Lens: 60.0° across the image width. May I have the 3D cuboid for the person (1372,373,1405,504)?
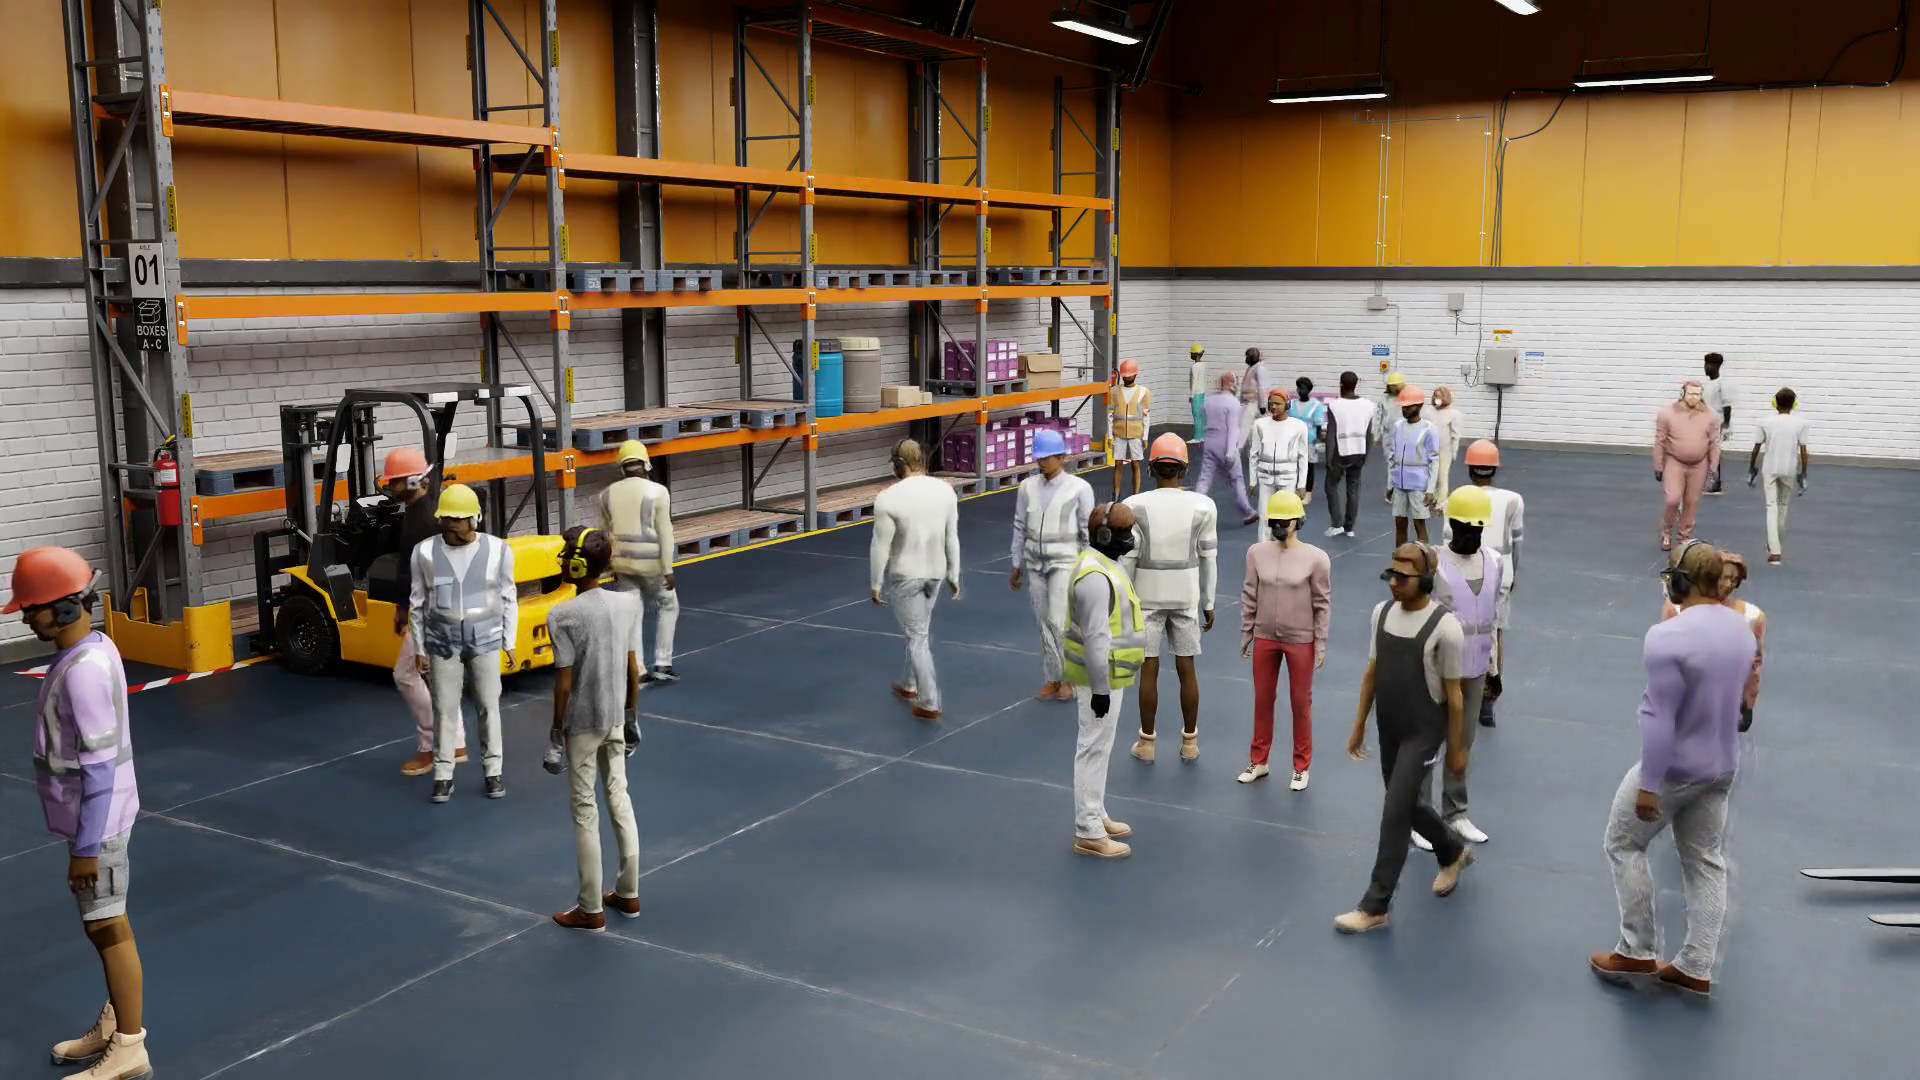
[{"bbox_3d":[5.631,-1.317,21.724,0.498,1.715,0.792,7,11,36],"label":"person"}]

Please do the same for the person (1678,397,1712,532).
[{"bbox_3d":[8.649,-0.928,19.681,0.509,1.598,0.828,1,9,6],"label":"person"}]

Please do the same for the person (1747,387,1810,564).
[{"bbox_3d":[8.572,-0.690,17.459,0.522,1.819,0.976,2,9,15],"label":"person"}]

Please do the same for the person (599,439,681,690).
[{"bbox_3d":[-2.302,0.175,12.107,0.618,1.804,0.537,4,10,22],"label":"person"}]

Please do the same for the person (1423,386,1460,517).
[{"bbox_3d":[5.904,-1.089,20.543,0.520,1.620,0.341,8,12,42],"label":"person"}]

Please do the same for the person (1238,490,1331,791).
[{"bbox_3d":[1.881,0.583,9.694,0.533,1.767,0.327,5,11,30],"label":"person"}]

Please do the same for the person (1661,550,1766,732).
[{"bbox_3d":[3.881,0.824,8.666,0.522,1.604,0.781,4,10,25],"label":"person"}]

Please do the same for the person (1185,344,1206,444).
[{"bbox_3d":[4.183,-2.585,29.469,0.313,1.769,0.525,4,10,25],"label":"person"}]

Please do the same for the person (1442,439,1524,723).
[{"bbox_3d":[3.559,0.253,11.394,0.545,1.881,1.012,2,9,10],"label":"person"}]

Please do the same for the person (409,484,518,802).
[{"bbox_3d":[-2.823,0.584,9.490,0.593,1.828,0.403,-2,9,-13],"label":"person"}]

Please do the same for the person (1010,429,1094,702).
[{"bbox_3d":[0.634,0.186,11.657,0.626,1.925,0.467,7,11,36],"label":"person"}]

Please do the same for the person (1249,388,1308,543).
[{"bbox_3d":[3.157,-0.573,16.540,0.584,1.882,0.337,4,10,26],"label":"person"}]

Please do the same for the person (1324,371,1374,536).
[{"bbox_3d":[4.424,-0.970,18.959,0.629,1.910,0.459,-3,9,-16],"label":"person"}]

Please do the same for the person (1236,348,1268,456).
[{"bbox_3d":[4.669,-2.218,27.082,0.884,1.797,0.648,0,9,-1],"label":"person"}]

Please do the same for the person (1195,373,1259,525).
[{"bbox_3d":[3.132,-1.052,19.682,1.032,1.833,0.663,-6,11,-31],"label":"person"}]

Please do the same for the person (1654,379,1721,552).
[{"bbox_3d":[7.827,-0.788,17.911,0.638,1.879,0.486,2,9,11],"label":"person"}]

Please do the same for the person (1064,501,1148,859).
[{"bbox_3d":[0.757,0.711,8.665,0.429,1.839,0.634,1,9,8],"label":"person"}]

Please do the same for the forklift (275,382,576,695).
[{"bbox_3d":[-3.974,-0.067,12.417,2.313,2.155,1.214,5,11,30],"label":"forklift"}]

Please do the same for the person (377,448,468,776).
[{"bbox_3d":[-3.271,0.429,10.020,0.593,1.969,0.611,-4,10,-25],"label":"person"}]

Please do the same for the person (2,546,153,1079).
[{"bbox_3d":[-3.229,1.023,6.112,0.384,2.035,0.605,-5,10,-28],"label":"person"}]

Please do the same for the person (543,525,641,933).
[{"bbox_3d":[-1.691,0.859,7.636,0.316,1.874,0.532,7,11,37],"label":"person"}]

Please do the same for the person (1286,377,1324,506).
[{"bbox_3d":[4.371,-1.251,21.394,0.558,1.668,0.706,6,11,34],"label":"person"}]

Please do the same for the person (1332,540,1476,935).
[{"bbox_3d":[2.131,0.881,7.709,0.894,1.817,0.503,-5,10,-29],"label":"person"}]

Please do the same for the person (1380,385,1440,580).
[{"bbox_3d":[4.363,-0.537,16.155,0.378,1.932,0.551,-7,11,-37],"label":"person"}]

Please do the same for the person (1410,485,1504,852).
[{"bbox_3d":[2.604,0.663,8.702,0.594,1.922,0.384,-4,10,-24],"label":"person"}]

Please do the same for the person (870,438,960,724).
[{"bbox_3d":[-0.376,0.255,11.313,0.636,1.900,0.915,-6,11,-35],"label":"person"}]

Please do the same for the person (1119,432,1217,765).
[{"bbox_3d":[1.260,0.360,10.222,0.614,2.041,0.393,0,9,-3],"label":"person"}]

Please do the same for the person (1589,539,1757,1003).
[{"bbox_3d":[2.961,0.942,6.961,0.666,1.921,0.631,-5,10,-29],"label":"person"}]

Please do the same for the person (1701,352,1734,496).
[{"bbox_3d":[10.048,-1.560,22.502,0.789,1.941,0.633,-1,9,-4],"label":"person"}]

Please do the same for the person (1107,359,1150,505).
[{"bbox_3d":[2.137,-1.335,21.161,0.543,1.928,0.374,2,9,14],"label":"person"}]
